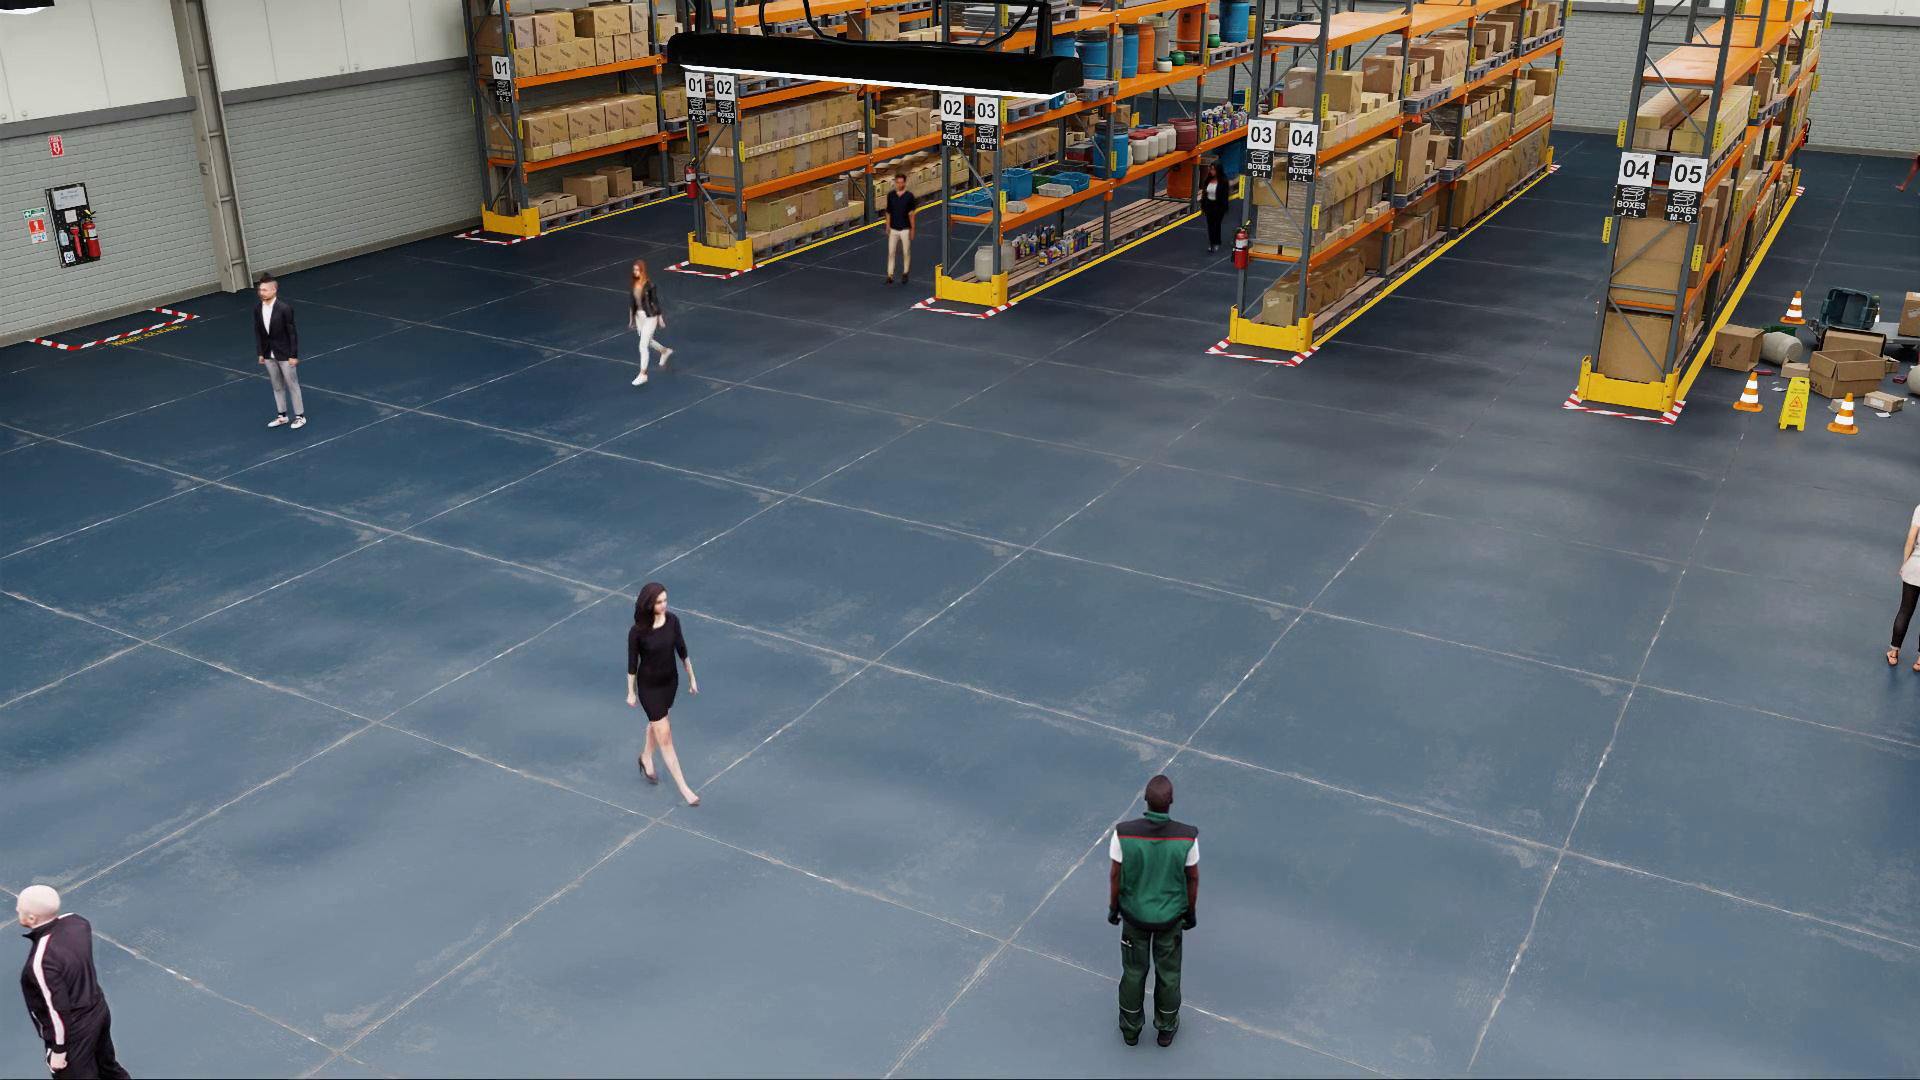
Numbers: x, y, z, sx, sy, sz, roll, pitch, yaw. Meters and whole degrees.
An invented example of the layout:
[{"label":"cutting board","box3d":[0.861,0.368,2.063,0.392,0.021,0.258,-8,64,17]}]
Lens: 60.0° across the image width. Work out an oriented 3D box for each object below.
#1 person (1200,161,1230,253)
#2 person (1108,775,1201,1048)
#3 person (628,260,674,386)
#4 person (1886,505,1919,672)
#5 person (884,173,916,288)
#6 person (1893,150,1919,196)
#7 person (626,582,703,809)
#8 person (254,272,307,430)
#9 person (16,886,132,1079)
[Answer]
[{"label":"person","box3d":[4.521,-5.854,29.211,0.663,1.602,0.621,14,27,30]},{"label":"person","box3d":[1.153,2.216,9.933,0.777,1.840,0.757,2,23,5]},{"label":"person","box3d":[-4.153,-2.949,22.303,0.687,1.662,1.137,17,28,35]},{"label":"person","box3d":[8.456,0.274,14.515,0.632,1.827,0.589,19,30,38]},{"label":"person","box3d":[-0.945,-5.068,27.083,0.902,1.822,1.129,4,23,10]},{"label":"person","box3d":[19.643,-7.754,33.691,0.616,1.593,0.854,13,26,28]},{"label":"person","box3d":[-2.331,1.128,12.595,0.887,1.757,1.116,21,31,40]},{"label":"person","box3d":[-8.403,-2.352,20.521,0.770,1.959,0.705,5,24,12]},{"label":"person","box3d":[-4.739,2.639,8.944,0.833,1.834,0.732,-2,23,-6]}]
